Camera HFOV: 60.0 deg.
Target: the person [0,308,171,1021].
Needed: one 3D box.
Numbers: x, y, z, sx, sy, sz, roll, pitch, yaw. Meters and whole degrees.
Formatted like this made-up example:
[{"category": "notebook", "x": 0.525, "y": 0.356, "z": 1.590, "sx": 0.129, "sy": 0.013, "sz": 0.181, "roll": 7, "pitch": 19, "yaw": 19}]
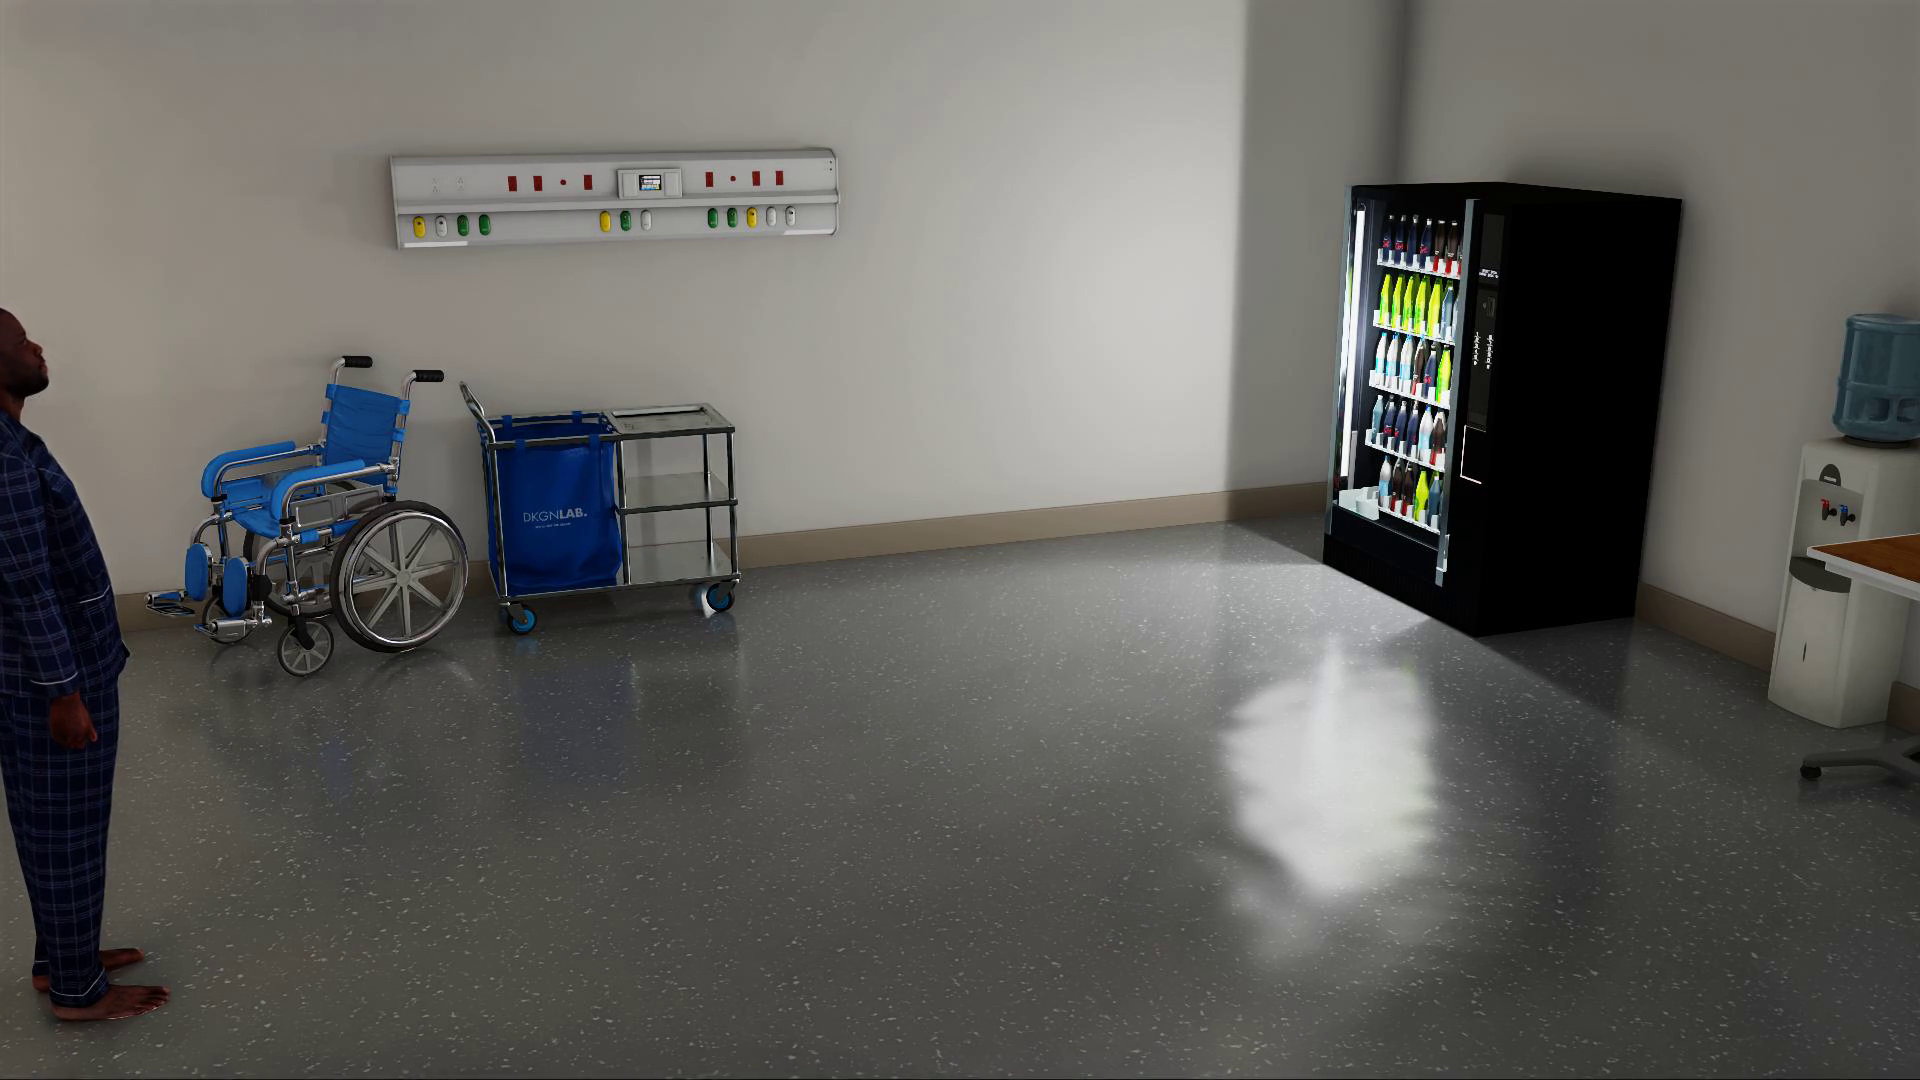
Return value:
[{"category": "person", "x": -2.295, "y": 0.315, "z": 4.148, "sx": 0.806, "sy": 1.822, "sz": 0.668, "roll": -12, "pitch": 20, "yaw": -37}]
